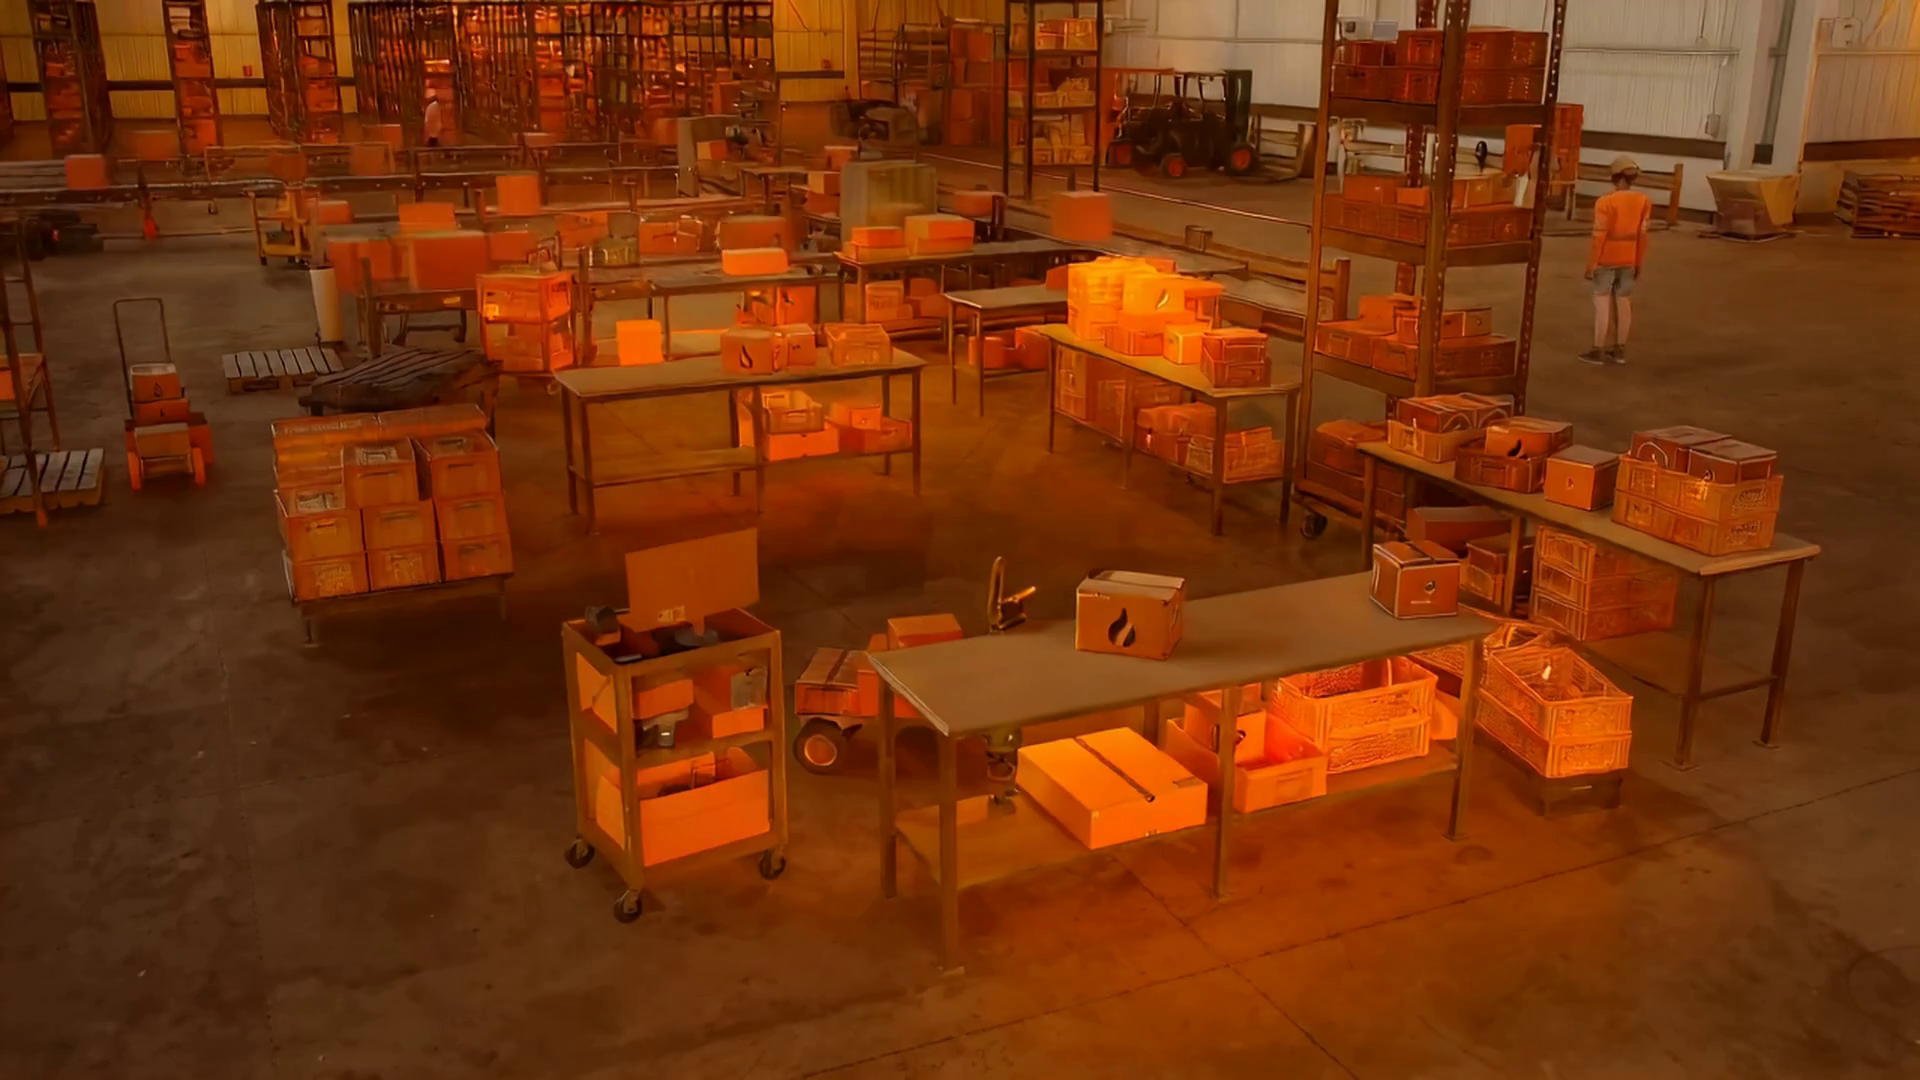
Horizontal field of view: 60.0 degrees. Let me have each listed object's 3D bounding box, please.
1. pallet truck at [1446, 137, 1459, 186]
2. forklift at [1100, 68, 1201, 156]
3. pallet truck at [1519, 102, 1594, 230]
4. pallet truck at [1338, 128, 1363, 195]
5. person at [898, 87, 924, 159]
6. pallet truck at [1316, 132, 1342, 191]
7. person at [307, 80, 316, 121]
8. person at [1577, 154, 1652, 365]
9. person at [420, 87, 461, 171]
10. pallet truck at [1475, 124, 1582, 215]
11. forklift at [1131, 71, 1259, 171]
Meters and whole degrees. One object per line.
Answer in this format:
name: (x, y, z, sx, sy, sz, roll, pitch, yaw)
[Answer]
pallet truck: (9.184, -6.485, 29.328, 1.630, 1.274, 0.653, -8, 19, -23)
forklift: (4.082, -9.564, 37.410, 2.680, 1.987, 1.157, -8, 19, -23)
pallet truck: (9.972, -6.037, 26.785, 1.885, 1.965, 0.823, -9, 20, -25)
pallet truck: (7.845, -7.140, 31.411, 1.522, 1.261, 0.704, -9, 20, -25)
person: (-1.008, -8.311, 34.122, 0.435, 1.891, 0.673, 8, 19, 23)
pallet truck: (7.723, -7.504, 32.656, 1.601, 1.201, 0.680, -8, 19, -23)
person: (-20.187, -13.777, 51.418, 0.570, 1.840, 0.373, -7, 19, -20)
person: (6.421, -2.744, 16.339, 0.608, 2.044, 0.371, -5, 18, -15)
person: (-11.450, -8.989, 36.414, 0.882, 1.798, 0.599, -5, 18, -15)
pallet truck: (9.707, -6.455, 28.103, 1.885, 1.965, 0.823, -7, 19, -20)
forklift: (4.998, -8.936, 35.413, 2.680, 1.987, 1.157, -9, 20, -25)
